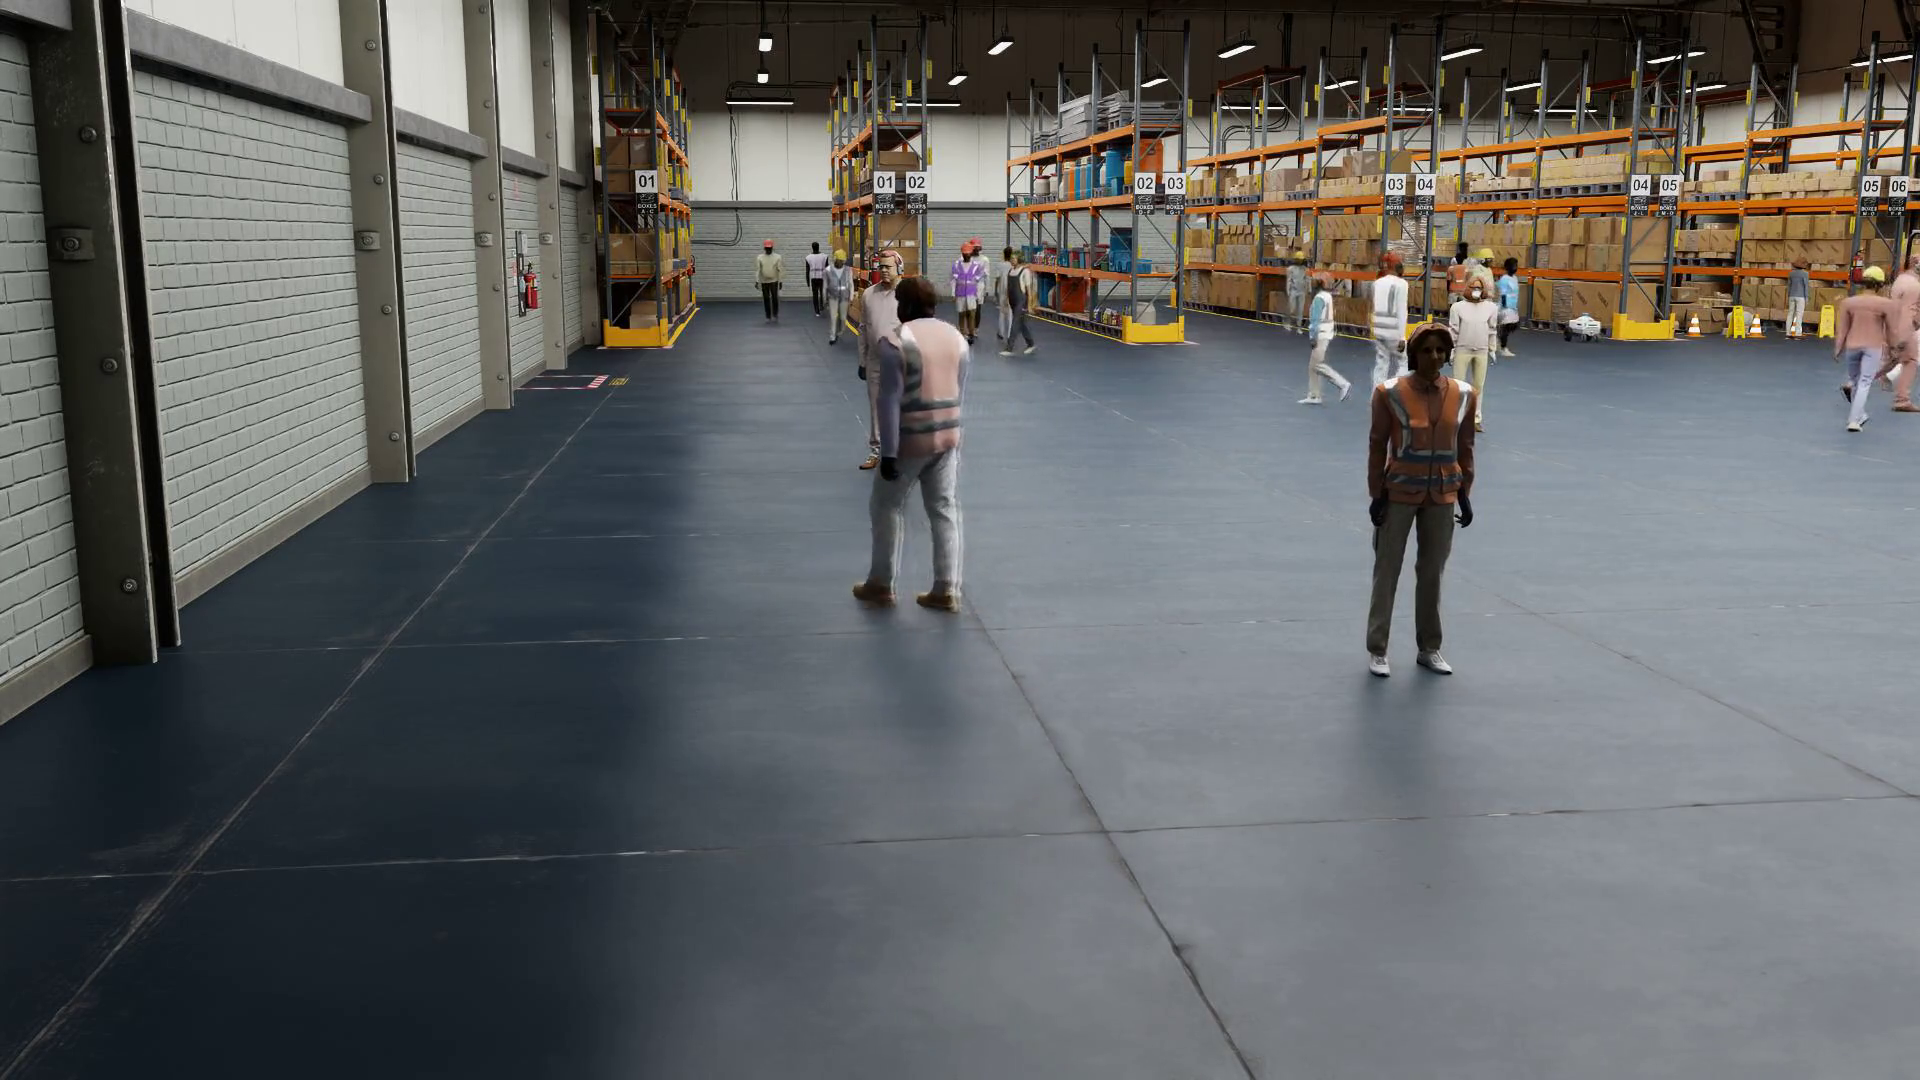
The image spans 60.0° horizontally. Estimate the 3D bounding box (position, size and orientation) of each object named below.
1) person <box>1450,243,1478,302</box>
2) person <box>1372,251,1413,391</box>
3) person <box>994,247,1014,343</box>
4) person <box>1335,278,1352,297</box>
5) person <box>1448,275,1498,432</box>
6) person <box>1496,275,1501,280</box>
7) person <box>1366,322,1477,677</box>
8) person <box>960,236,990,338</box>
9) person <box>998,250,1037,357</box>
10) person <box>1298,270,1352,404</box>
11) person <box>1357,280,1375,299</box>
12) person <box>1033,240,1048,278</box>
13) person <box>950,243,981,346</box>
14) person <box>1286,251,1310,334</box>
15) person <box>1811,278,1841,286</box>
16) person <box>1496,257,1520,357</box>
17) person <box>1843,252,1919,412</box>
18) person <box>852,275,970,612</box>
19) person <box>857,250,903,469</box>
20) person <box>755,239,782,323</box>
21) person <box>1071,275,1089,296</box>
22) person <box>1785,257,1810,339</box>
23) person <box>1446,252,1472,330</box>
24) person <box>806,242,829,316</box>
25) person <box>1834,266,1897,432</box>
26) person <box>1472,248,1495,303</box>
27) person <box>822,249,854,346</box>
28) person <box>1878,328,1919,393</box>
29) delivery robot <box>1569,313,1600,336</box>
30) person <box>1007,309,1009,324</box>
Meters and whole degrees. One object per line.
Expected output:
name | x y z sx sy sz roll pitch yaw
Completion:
person | 11.458 -5.796 37.775 0.697 1.894 1.045 3 11 16
person | 4.838 -2.282 18.567 0.453 1.868 0.611 -5 11 -24
person | 0.911 -4.705 31.997 0.564 1.814 0.984 -1 10 -5
person | 10.658 -7.258 46.020 0.650 1.818 0.745 -2 10 -9
person | 5.319 -1.927 17.278 0.507 1.631 0.273 0 10 2
person | 16.491 -8.143 50.235 0.690 2.000 0.697 0 10 -1
person | 2.129 -0.185 7.703 0.515 1.641 0.314 -1 10 -5
person | 0.287 -5.048 33.297 0.639 2.031 0.483 -1 10 -7
person | 1.016 -4.046 28.437 0.956 1.810 0.517 -9 14 -40
person | 4.405 -2.425 20.011 0.581 1.626 0.519 4 11 20
person | 9.357 -5.876 38.130 0.648 1.920 0.495 -1 10 -5
person | 2.507 -8.034 49.944 0.653 1.927 0.453 -2 11 -11
person | 0.106 -4.587 31.147 0.565 1.890 0.966 0 10 0
person | 7.080 -5.186 34.852 0.509 1.728 0.405 -2 10 -9
person | 19.394 -5.729 37.350 0.630 1.921 0.594 -2 10 -10
person | 9.261 -3.934 28.142 0.408 1.680 0.545 8 13 37
person | 10.837 -2.421 19.365 0.757 1.864 0.671 3 11 17
person | -0.297 -0.529 9.107 0.650 1.814 0.768 -9 14 -41
person | -0.607 -1.551 14.465 0.643 1.909 0.410 4 11 21
person | -4.506 -6.073 39.058 0.638 1.965 0.739 0 10 1
person | 3.342 -7.164 45.780 0.529 1.709 0.947 -2 11 -12
person | 16.627 -4.792 32.980 0.280 1.633 0.500 -4 11 -19
person | 10.814 -5.387 36.072 0.540 1.696 0.316 2 11 13
person | -3.664 -6.712 42.792 0.609 1.889 0.708 -1 10 -6
person | 9.551 -2.011 17.515 0.918 1.716 0.550 -10 14 -44
person | 9.650 -4.418 30.434 0.618 1.809 0.616 9 14 40
person | -2.322 -4.573 31.344 0.607 1.803 0.687 -3 11 -17
person | 12.002 -2.668 20.774 0.717 1.854 0.584 6 12 30
delivery robot | 12.044 -4.133 32.072 0.477 0.478 0.707 -1 10 -5
person | 1.235 -5.616 37.614 0.524 1.592 0.859 -1 10 -7
